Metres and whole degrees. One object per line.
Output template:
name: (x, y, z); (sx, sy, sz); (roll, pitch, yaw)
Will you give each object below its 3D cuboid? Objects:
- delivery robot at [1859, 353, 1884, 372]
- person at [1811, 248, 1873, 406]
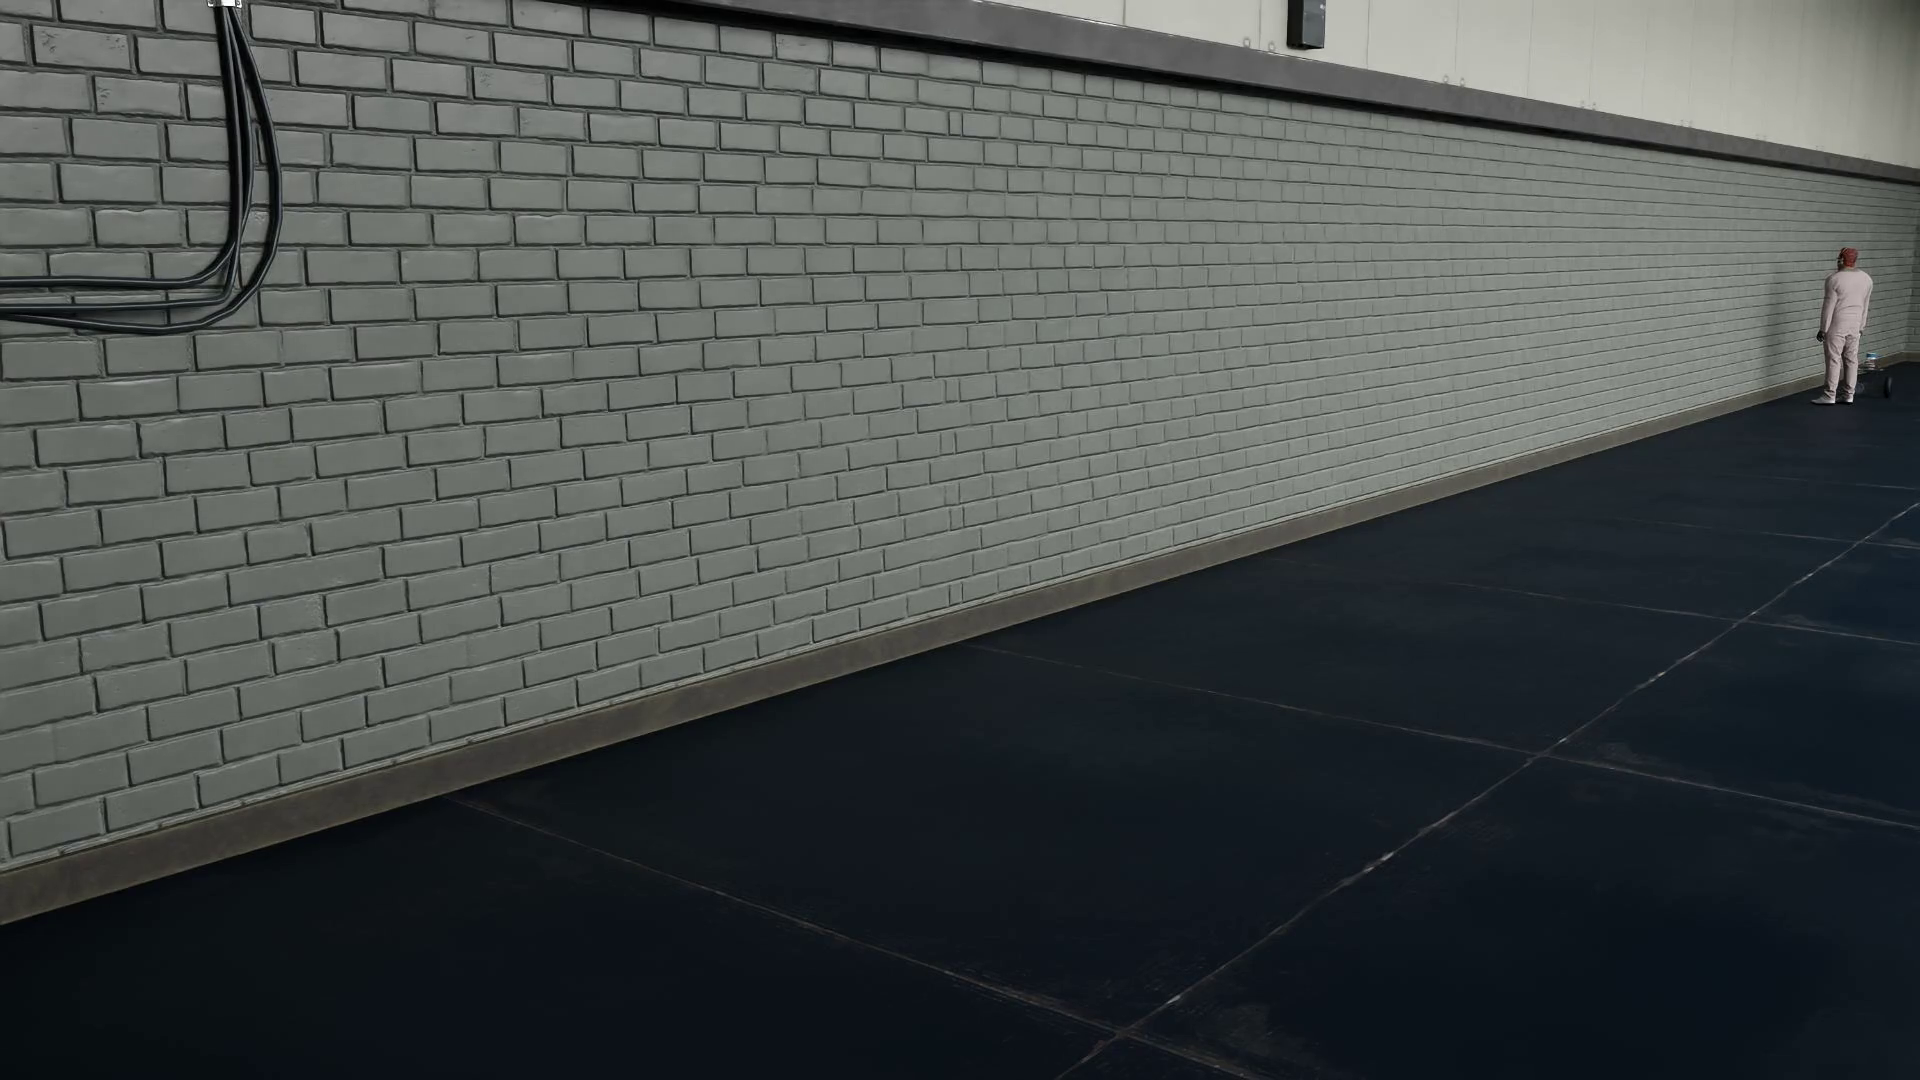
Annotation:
delivery robot: (11.814, -2.314, 21.589); (0.335, 0.223, 0.698); (5, 11, 23)
person: (10.749, -2.601, 20.300); (0.641, 1.908, 0.408); (-3, 11, -16)
